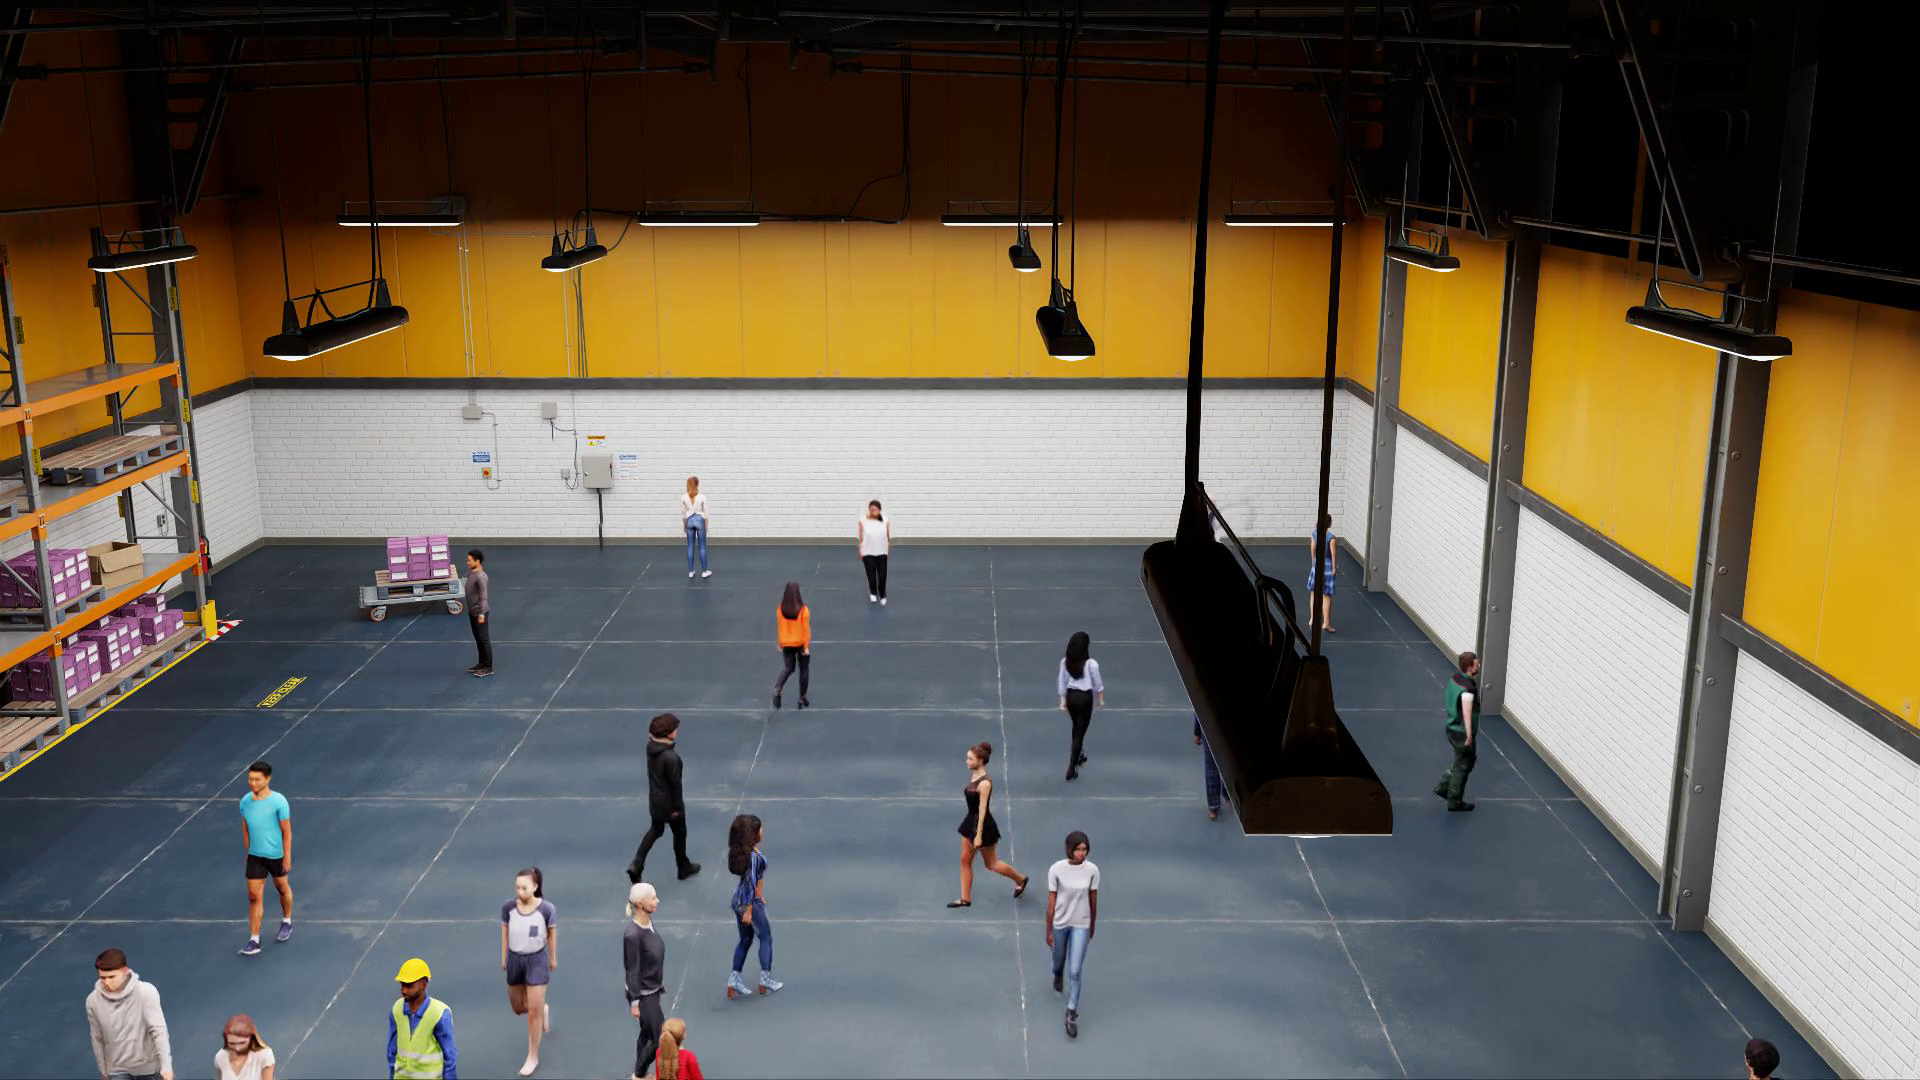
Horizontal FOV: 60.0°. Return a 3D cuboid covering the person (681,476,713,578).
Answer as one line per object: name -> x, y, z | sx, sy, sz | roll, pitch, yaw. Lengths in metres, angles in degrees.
person -> -4.453, -0.228, 28.003 | 0.629, 1.719, 0.553 | 2, 14, 6

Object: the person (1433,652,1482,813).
person -> 5.415, 2.092, 18.176 | 0.725, 1.835, 0.646 | -1, 14, -4

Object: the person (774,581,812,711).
person -> -2.155, 1.388, 21.301 | 0.880, 1.733, 1.061 | 7, 15, 26

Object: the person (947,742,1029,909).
person -> 0.273, 2.745, 15.865 | 0.858, 1.653, 1.035 | -4, 14, -17

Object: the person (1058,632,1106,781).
person -> 1.335, 1.930, 19.091 | 0.894, 1.719, 1.013 | 8, 16, 29

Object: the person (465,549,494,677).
person -> -6.612, 0.988, 22.882 | 0.775, 1.766, 0.668 | 3, 14, 12

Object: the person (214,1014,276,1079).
person -> -4.710, 3.885, 11.184 | 0.630, 1.641, 1.124 | 0, 14, 1

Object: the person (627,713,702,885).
person -> -2.951, 2.572, 16.355 | 1.028, 1.758, 1.140 | 11, 18, 39

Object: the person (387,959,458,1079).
person -> -3.693, 3.729, 11.462 | 0.728, 1.813, 0.672 | 4, 14, 15

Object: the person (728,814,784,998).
person -> -1.851, 3.170, 14.265 | 0.827, 1.580, 0.767 | -3, 14, -11

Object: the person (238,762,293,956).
person -> -6.286, 2.845, 15.235 | 0.663, 1.754, 0.951 | 1, 14, 3

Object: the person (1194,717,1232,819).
person -> 2.812, 2.146, 18.050 | 0.833, 1.789, 1.057 | 3, 14, 14

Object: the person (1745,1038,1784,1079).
person -> 5.232, 4.012, 10.864 | 0.615, 1.543, 0.619 | -3, 14, -12

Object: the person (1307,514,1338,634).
person -> 5.439, 0.488, 24.866 | 0.817, 1.804, 0.725 | -10, 17, -36

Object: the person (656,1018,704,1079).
person -> -1.972, 3.953, 11.674 | 0.589, 1.278, 0.639 | 6, 15, 22

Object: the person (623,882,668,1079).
person -> -2.503, 3.451, 12.821 | 0.702, 1.714, 0.533 | 1, 14, 4

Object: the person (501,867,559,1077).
person -> -3.423, 3.379, 13.295 | 0.720, 1.631, 0.979 | 2, 14, 9

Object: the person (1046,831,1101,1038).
person -> 0.906, 3.205, 13.867 | 0.603, 1.699, 1.002 | 0, 14, 0

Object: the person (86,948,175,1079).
person -> -5.754, 3.658, 11.717 | 0.791, 1.830, 1.139 | -3, 14, -11

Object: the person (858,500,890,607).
person -> -1.352, 0.173, 26.463 | 0.697, 1.663, 0.878 | -1, 14, -5
